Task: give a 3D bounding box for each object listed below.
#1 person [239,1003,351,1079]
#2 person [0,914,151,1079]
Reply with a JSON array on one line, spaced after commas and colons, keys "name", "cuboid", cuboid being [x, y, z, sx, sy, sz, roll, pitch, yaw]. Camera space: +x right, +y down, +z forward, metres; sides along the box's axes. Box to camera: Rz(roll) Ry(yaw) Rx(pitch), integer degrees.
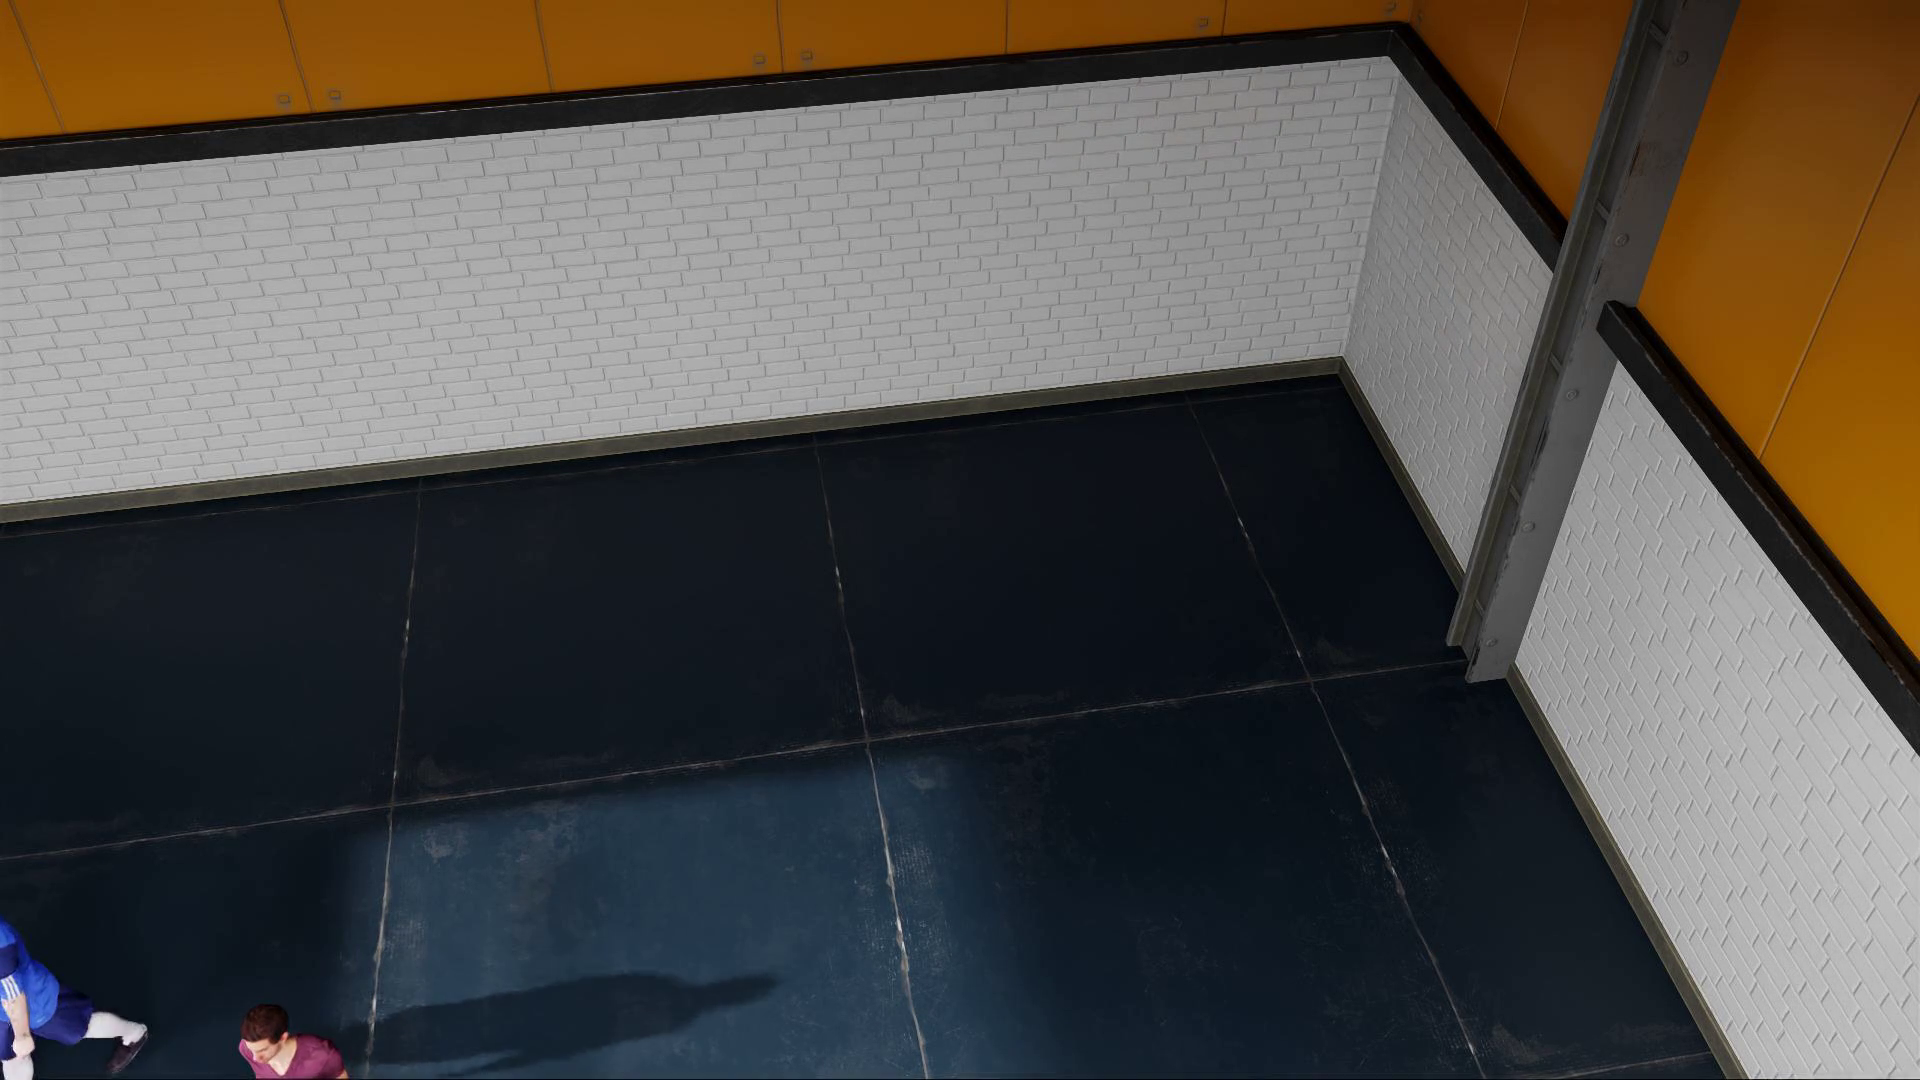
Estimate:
[{"name": "person", "cuboid": [-3.063, 2.724, 7.950, 0.713, 1.849, 0.662, 8, 44, 8]}, {"name": "person", "cuboid": [-4.675, 2.287, 8.450, 1.180, 1.792, 1.251, 25, 49, 24]}]
